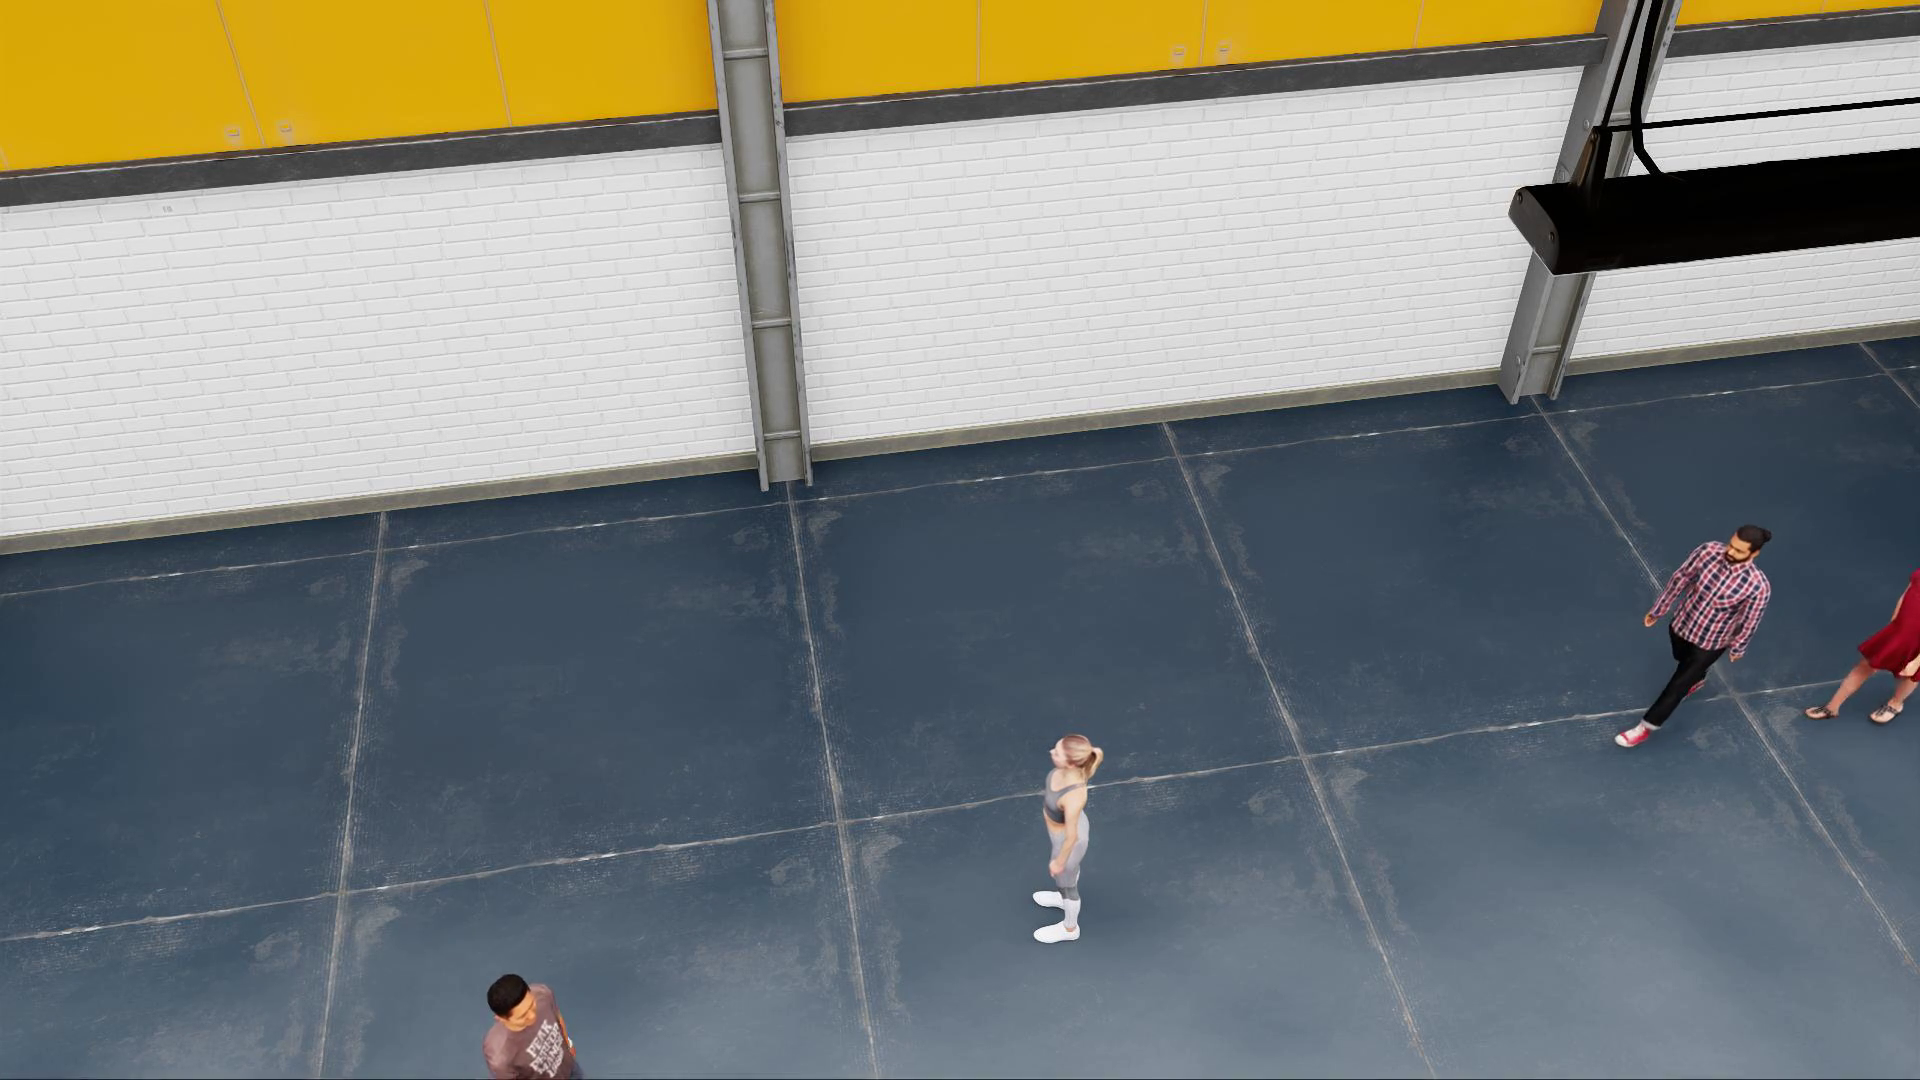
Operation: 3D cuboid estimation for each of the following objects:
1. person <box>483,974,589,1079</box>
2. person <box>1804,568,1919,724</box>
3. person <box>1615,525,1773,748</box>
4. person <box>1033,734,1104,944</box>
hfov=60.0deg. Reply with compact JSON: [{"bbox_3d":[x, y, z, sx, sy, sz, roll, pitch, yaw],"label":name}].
[{"bbox_3d":[-2.137,2.598,8.155,0.865,1.763,0.806,16,46,17],"label":"person"},{"bbox_3d":[6.029,0.601,10.424,0.968,1.522,0.691,-18,46,-18],"label":"person"},{"bbox_3d":[4.673,0.520,10.360,1.239,1.728,0.948,-21,48,-21],"label":"person"},{"bbox_3d":[0.598,1.637,9.206,0.612,1.702,0.617,3,44,3],"label":"person"}]
